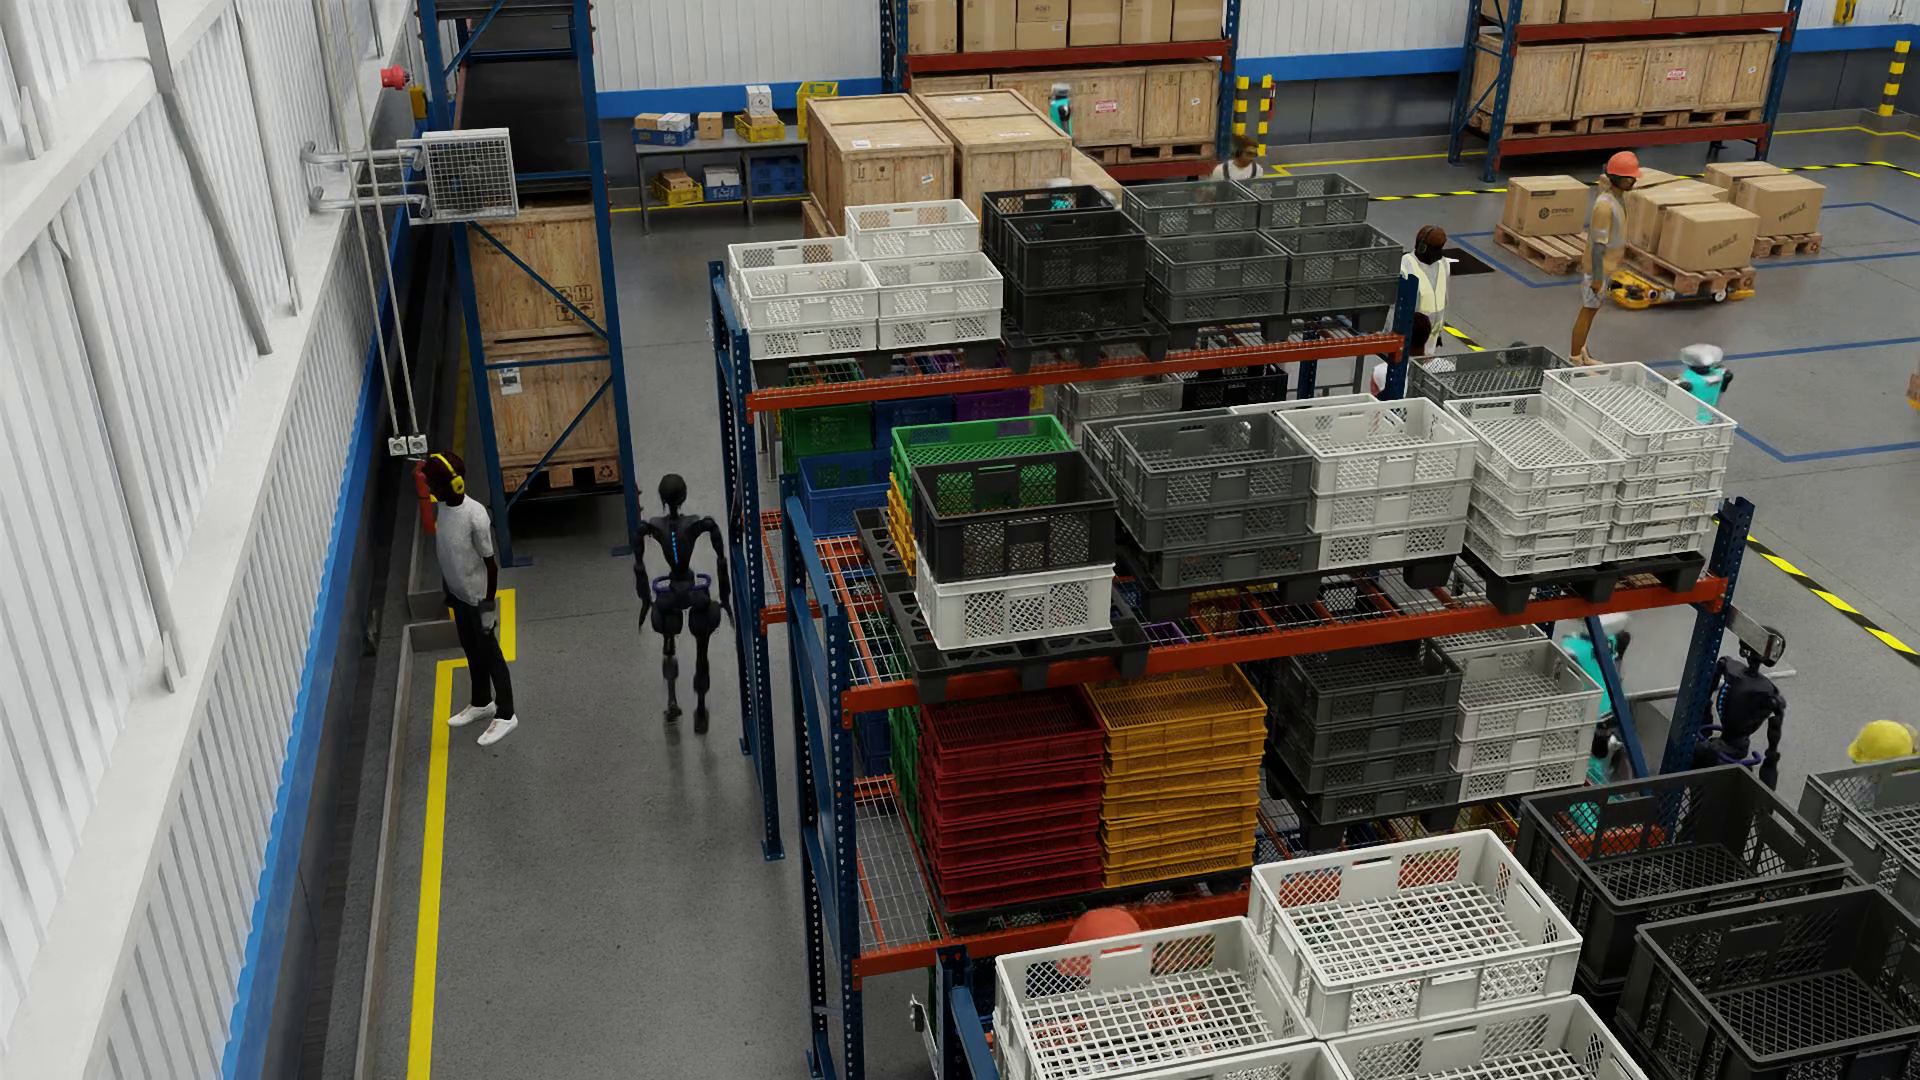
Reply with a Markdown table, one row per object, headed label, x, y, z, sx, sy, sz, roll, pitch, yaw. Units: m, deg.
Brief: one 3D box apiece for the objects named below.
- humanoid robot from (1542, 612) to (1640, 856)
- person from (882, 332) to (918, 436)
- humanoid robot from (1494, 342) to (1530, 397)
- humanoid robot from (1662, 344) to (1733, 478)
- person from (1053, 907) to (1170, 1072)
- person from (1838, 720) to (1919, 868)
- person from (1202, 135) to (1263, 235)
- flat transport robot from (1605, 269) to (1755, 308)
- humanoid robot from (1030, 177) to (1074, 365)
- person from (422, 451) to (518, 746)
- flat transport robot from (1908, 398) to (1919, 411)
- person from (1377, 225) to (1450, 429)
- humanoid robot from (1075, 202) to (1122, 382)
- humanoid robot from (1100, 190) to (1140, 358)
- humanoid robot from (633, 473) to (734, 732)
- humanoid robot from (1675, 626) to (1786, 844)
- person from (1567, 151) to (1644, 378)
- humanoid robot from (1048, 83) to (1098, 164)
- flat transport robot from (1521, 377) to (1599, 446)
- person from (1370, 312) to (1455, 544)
| label | x | y | z | sx | sy | sz | roll | pitch | yaw |
| --- | --- | --- | --- | --- | --- | --- | --- | --- | --- |
| humanoid robot | 3.183 | 1.254 | 8.196 | 0.530 | 1.878 | 0.784 | -18 | 33 | -30 |
| person | -0.458 | -0.882 | 12.118 | 0.346 | 1.765 | 0.538 | 8 | 29 | 14 |
| humanoid robot | 3.768 | -0.555 | 11.594 | 0.603 | 1.647 | 0.465 | 17 | 32 | 28 |
| humanoid robot | 4.871 | -0.586 | 11.557 | 0.550 | 1.735 | 0.980 | -14 | 31 | -24 |
| person | 0.596 | 2.147 | 6.102 | 0.565 | 2.026 | 0.604 | -8 | 29 | -14 |
| person | 3.972 | 1.539 | 7.588 | 0.768 | 1.703 | 0.482 | 5 | 28 | 10 |
| person | 2.660 | -3.066 | 16.220 | 0.535 | 1.794 | 0.903 | -6 | 28 | -12 |
| flat transport robot | 7.304 | -2.622 | 16.992 | 1.431 | 0.197 | 0.652 | -6 | 28 | -12 |
| humanoid robot | 0.623 | -2.357 | 14.983 | 0.740 | 1.817 | 0.550 | -4 | 28 | -7 |
| person | -2.874 | 0.333 | 9.704 | 0.513 | 1.865 | 0.329 | 24 | 36 | 37 |
| flat transport robot | 8.723 | -0.979 | 13.875 | 0.652 | 0.197 | 1.431 | -6 | 28 | -12 |
| person | 3.706 | -1.672 | 13.546 | 0.629 | 1.835 | 0.429 | -15 | 31 | -26 |
| humanoid robot | 1.191 | -2.000 | 14.264 | 0.891 | 1.762 | 0.551 | -6 | 28 | -12 |
| humanoid robot | 1.459 | -2.265 | 14.774 | 0.836 | 1.753 | 0.546 | -11 | 30 | -20 |
| humanoid robot | -1.627 | 0.369 | 9.835 | 0.586 | 1.644 | 0.368 | -2 | 28 | -5 |
| humanoid robot | 3.855 | 1.145 | 8.356 | 0.327 | 1.651 | 0.593 | -8 | 29 | -14 |
| person | 5.717 | -2.433 | 14.761 | 0.375 | 2.045 | 0.604 | 15 | 31 | 26 |
| humanoid robot | 1.299 | -4.201 | 18.453 | 1.027 | 1.727 | 0.546 | -6 | 28 | -12 |
| flat transport robot | 4.780 | -1.036 | 14.013 | 0.659 | 0.231 | 1.431 | -6 | 28 | -12 |
| person | 3.075 | -0.645 | 11.515 | 0.592 | 1.910 | 0.390 | 0 | 28 | 0 |
